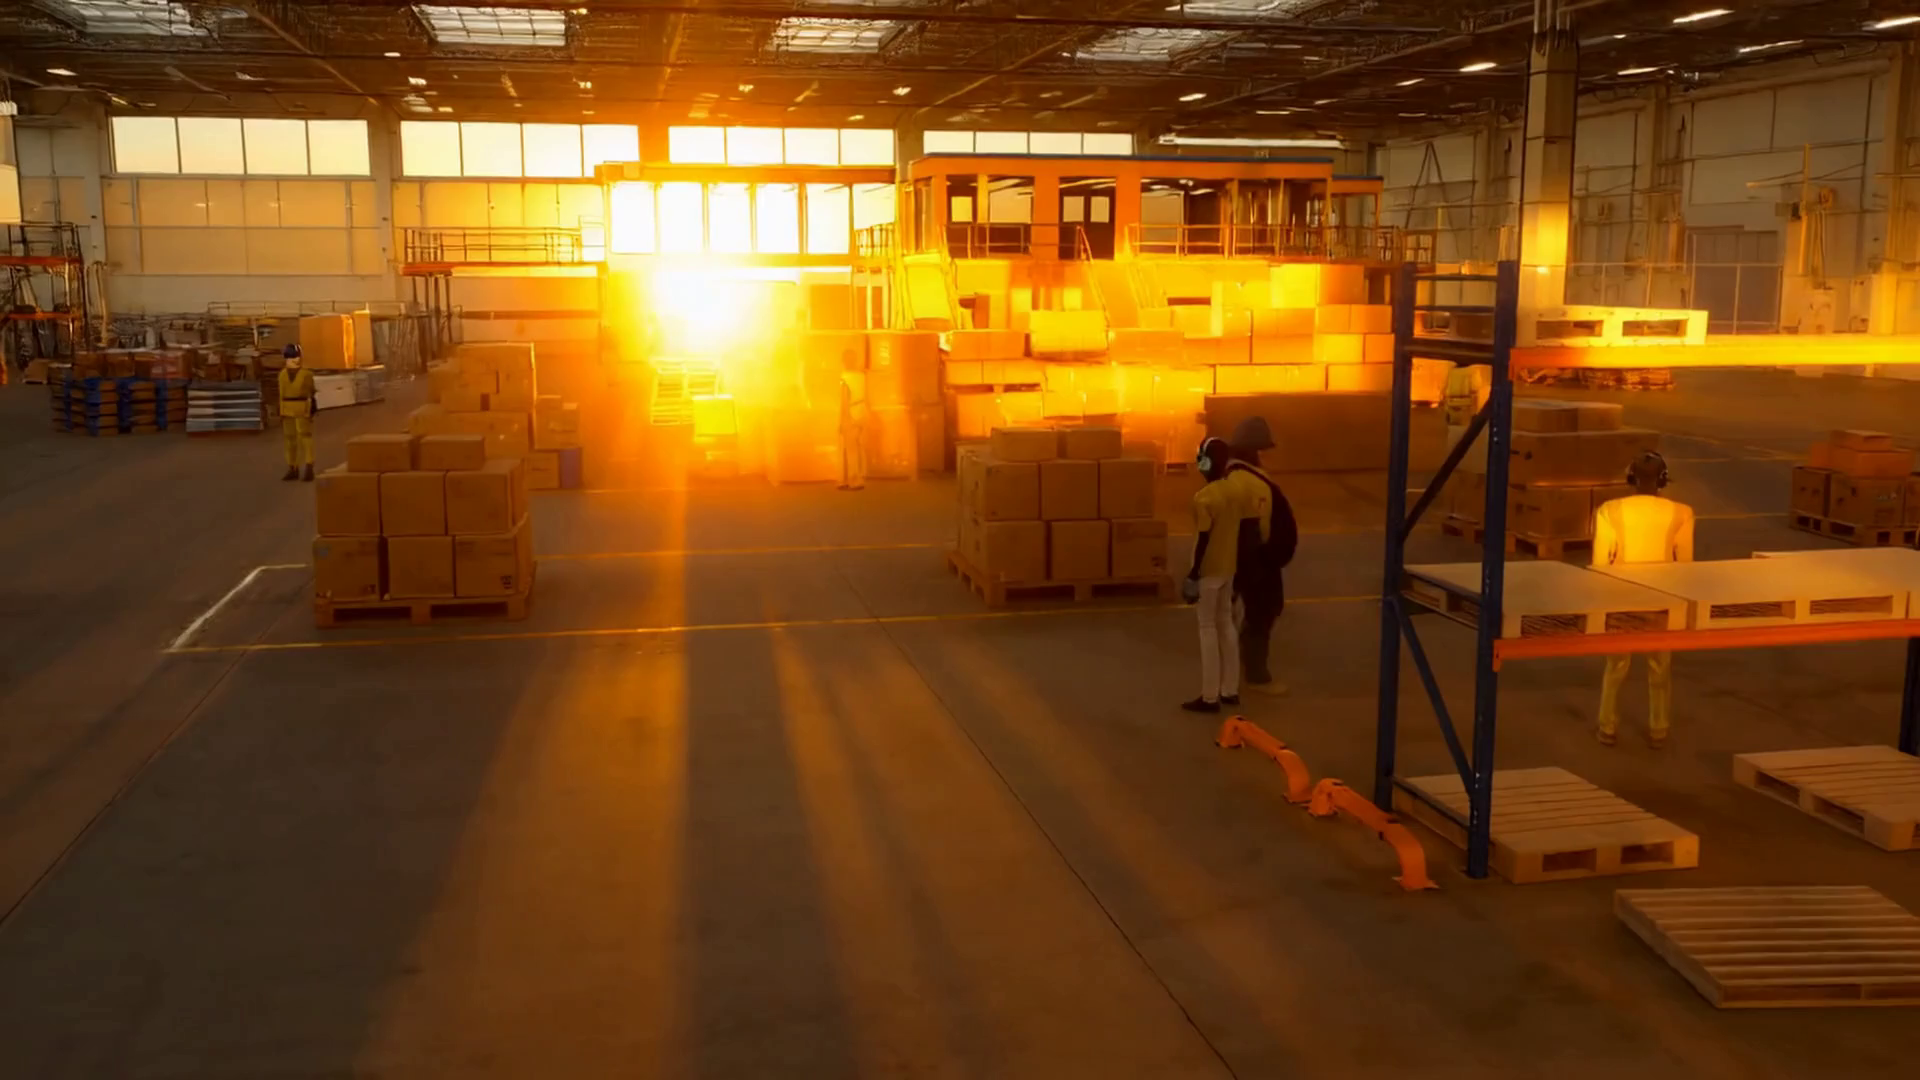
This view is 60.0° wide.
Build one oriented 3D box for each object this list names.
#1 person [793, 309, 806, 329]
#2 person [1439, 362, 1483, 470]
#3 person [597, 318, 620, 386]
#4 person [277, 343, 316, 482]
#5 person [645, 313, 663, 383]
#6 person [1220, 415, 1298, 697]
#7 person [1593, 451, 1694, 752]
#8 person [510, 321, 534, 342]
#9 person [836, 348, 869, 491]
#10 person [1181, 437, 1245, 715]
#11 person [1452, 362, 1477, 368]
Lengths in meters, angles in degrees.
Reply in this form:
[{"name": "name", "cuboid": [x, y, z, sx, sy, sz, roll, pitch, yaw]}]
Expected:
[{"name": "person", "cuboid": [-4.041, -4.875, 42.119, 0.368, 1.966, 0.603, -4, 10, -21]}, {"name": "person", "cuboid": [7.345, -1.903, 24.401, 0.430, 1.839, 0.619, -4, 10, -24]}, {"name": "person", "cuboid": [-8.871, -4.736, 41.954, 0.542, 1.730, 0.584, 0, 9, -2]}, {"name": "person", "cuboid": [-9.312, -1.783, 23.344, 0.545, 1.942, 0.353, 1, 9, 5]}, {"name": "person", "cuboid": [-7.894, -4.960, 43.082, 0.502, 1.830, 0.583, -8, 12, -39]}, {"name": "person", "cuboid": [2.082, 0.091, 11.621, 0.540, 2.000, 0.715, 1, 9, 7]}, {"name": "person", "cuboid": [4.234, 0.384, 10.367, 0.573, 1.873, 0.356, 3, 10, 16]}, {"name": "person", "cuboid": [-9.182, -3.649, 34.926, 0.514, 1.876, 0.328, -4, 10, -24]}, {"name": "person", "cuboid": [-1.443, -1.613, 22.379, 0.392, 1.921, 0.593, 4, 10, 23]}, {"name": "person", "cuboid": [1.710, 0.243, 11.222, 0.535, 1.868, 0.309, -8, 13, -42]}, {"name": "person", "cuboid": [9.427, -2.941, 31.138, 0.497, 1.701, 0.886, 6, 11, 31]}]
